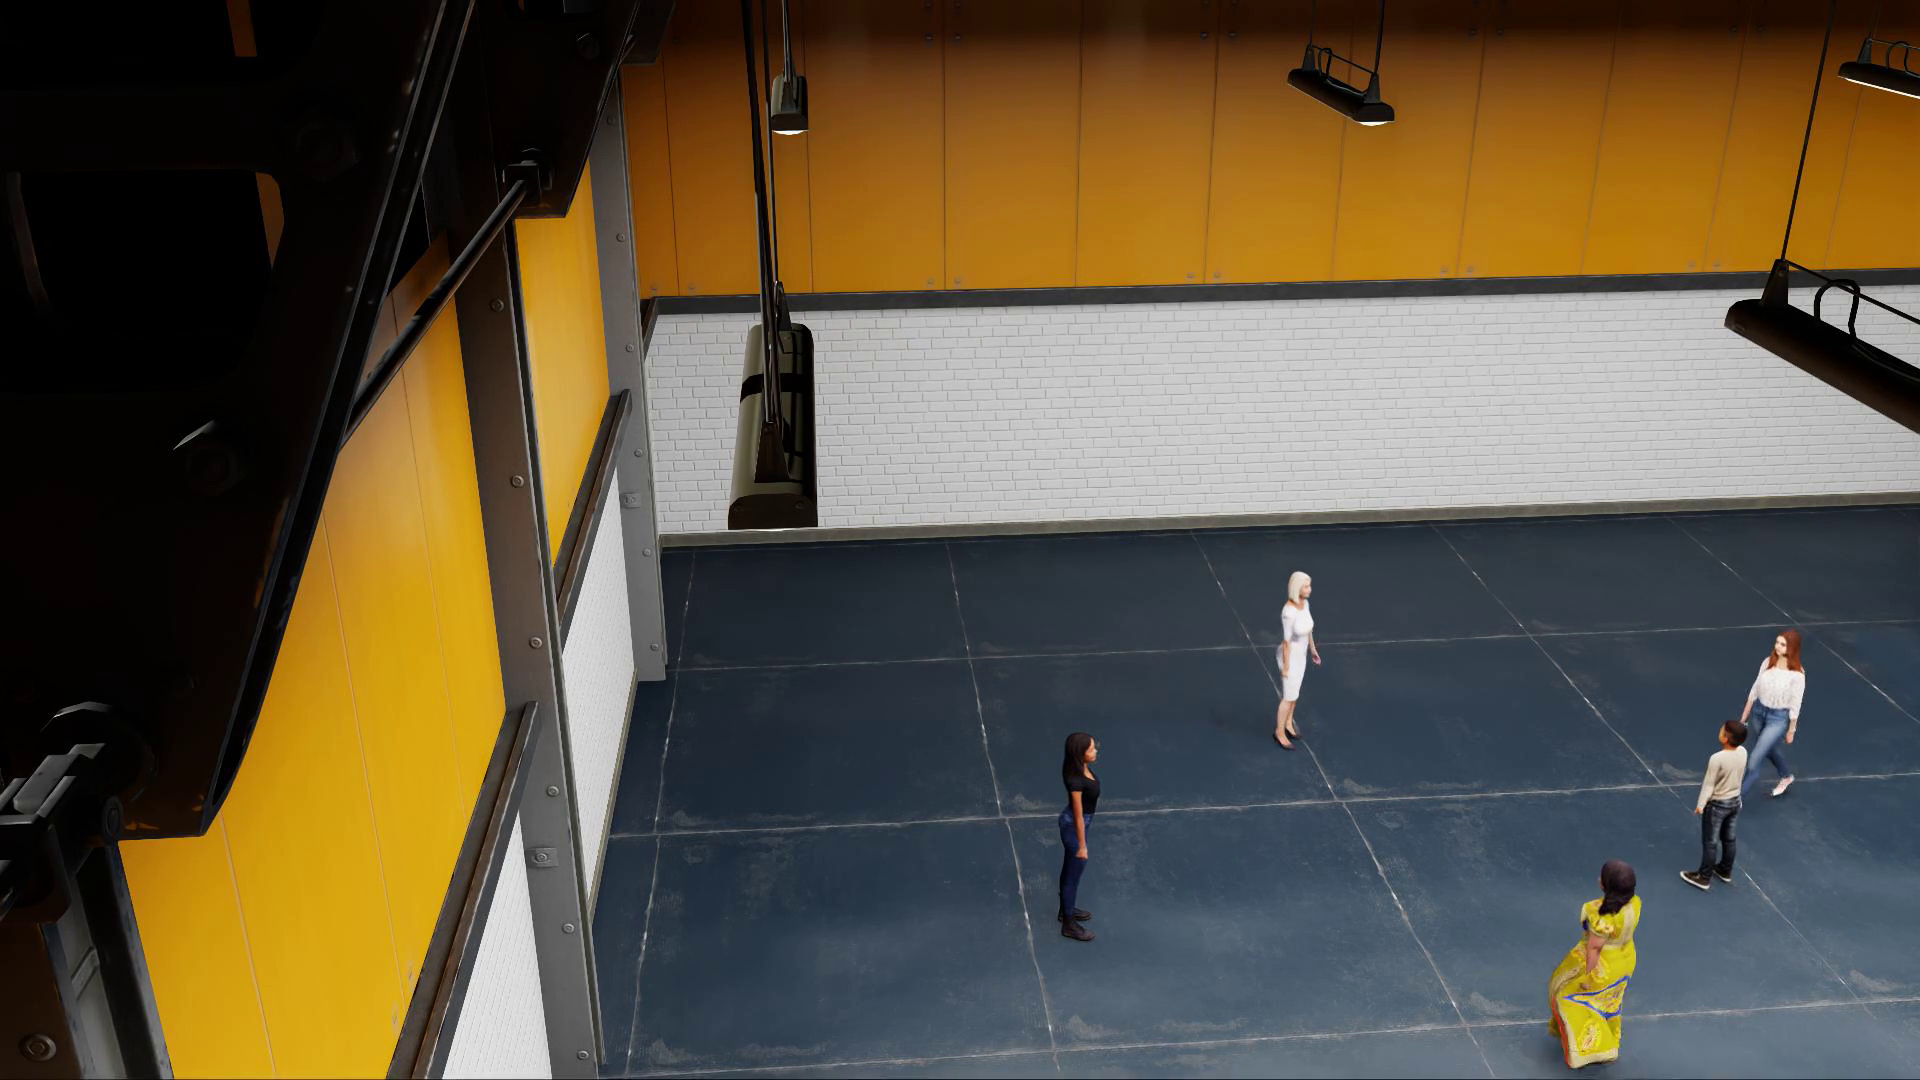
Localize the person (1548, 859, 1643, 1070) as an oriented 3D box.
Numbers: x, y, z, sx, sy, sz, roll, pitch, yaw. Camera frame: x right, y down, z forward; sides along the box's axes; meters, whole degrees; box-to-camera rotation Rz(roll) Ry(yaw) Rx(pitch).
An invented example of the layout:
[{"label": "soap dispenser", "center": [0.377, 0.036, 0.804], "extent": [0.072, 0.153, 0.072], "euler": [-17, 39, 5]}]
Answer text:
[{"label": "person", "center": [4.427, 2.932, 11.288], "extent": [0.929, 1.646, 0.971], "euler": [-18, 29, -35]}]

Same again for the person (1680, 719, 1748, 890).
[{"label": "person", "center": [6.142, 2.119, 13.386], "extent": [0.606, 1.456, 0.581], "euler": [-10, 26, -23]}]

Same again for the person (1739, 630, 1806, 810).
[{"label": "person", "center": [7.076, 1.555, 14.385], "extent": [0.901, 1.690, 1.143], "euler": [-9, 25, -21]}]

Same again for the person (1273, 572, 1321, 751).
[{"label": "person", "center": [3.061, 1.076, 15.406], "extent": [0.752, 1.748, 0.676], "euler": [14, 27, 29]}]

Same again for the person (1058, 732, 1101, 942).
[{"label": "person", "center": [0.882, 2.242, 12.750], "extent": [0.630, 1.740, 0.487], "euler": [0, 24, 1]}]
